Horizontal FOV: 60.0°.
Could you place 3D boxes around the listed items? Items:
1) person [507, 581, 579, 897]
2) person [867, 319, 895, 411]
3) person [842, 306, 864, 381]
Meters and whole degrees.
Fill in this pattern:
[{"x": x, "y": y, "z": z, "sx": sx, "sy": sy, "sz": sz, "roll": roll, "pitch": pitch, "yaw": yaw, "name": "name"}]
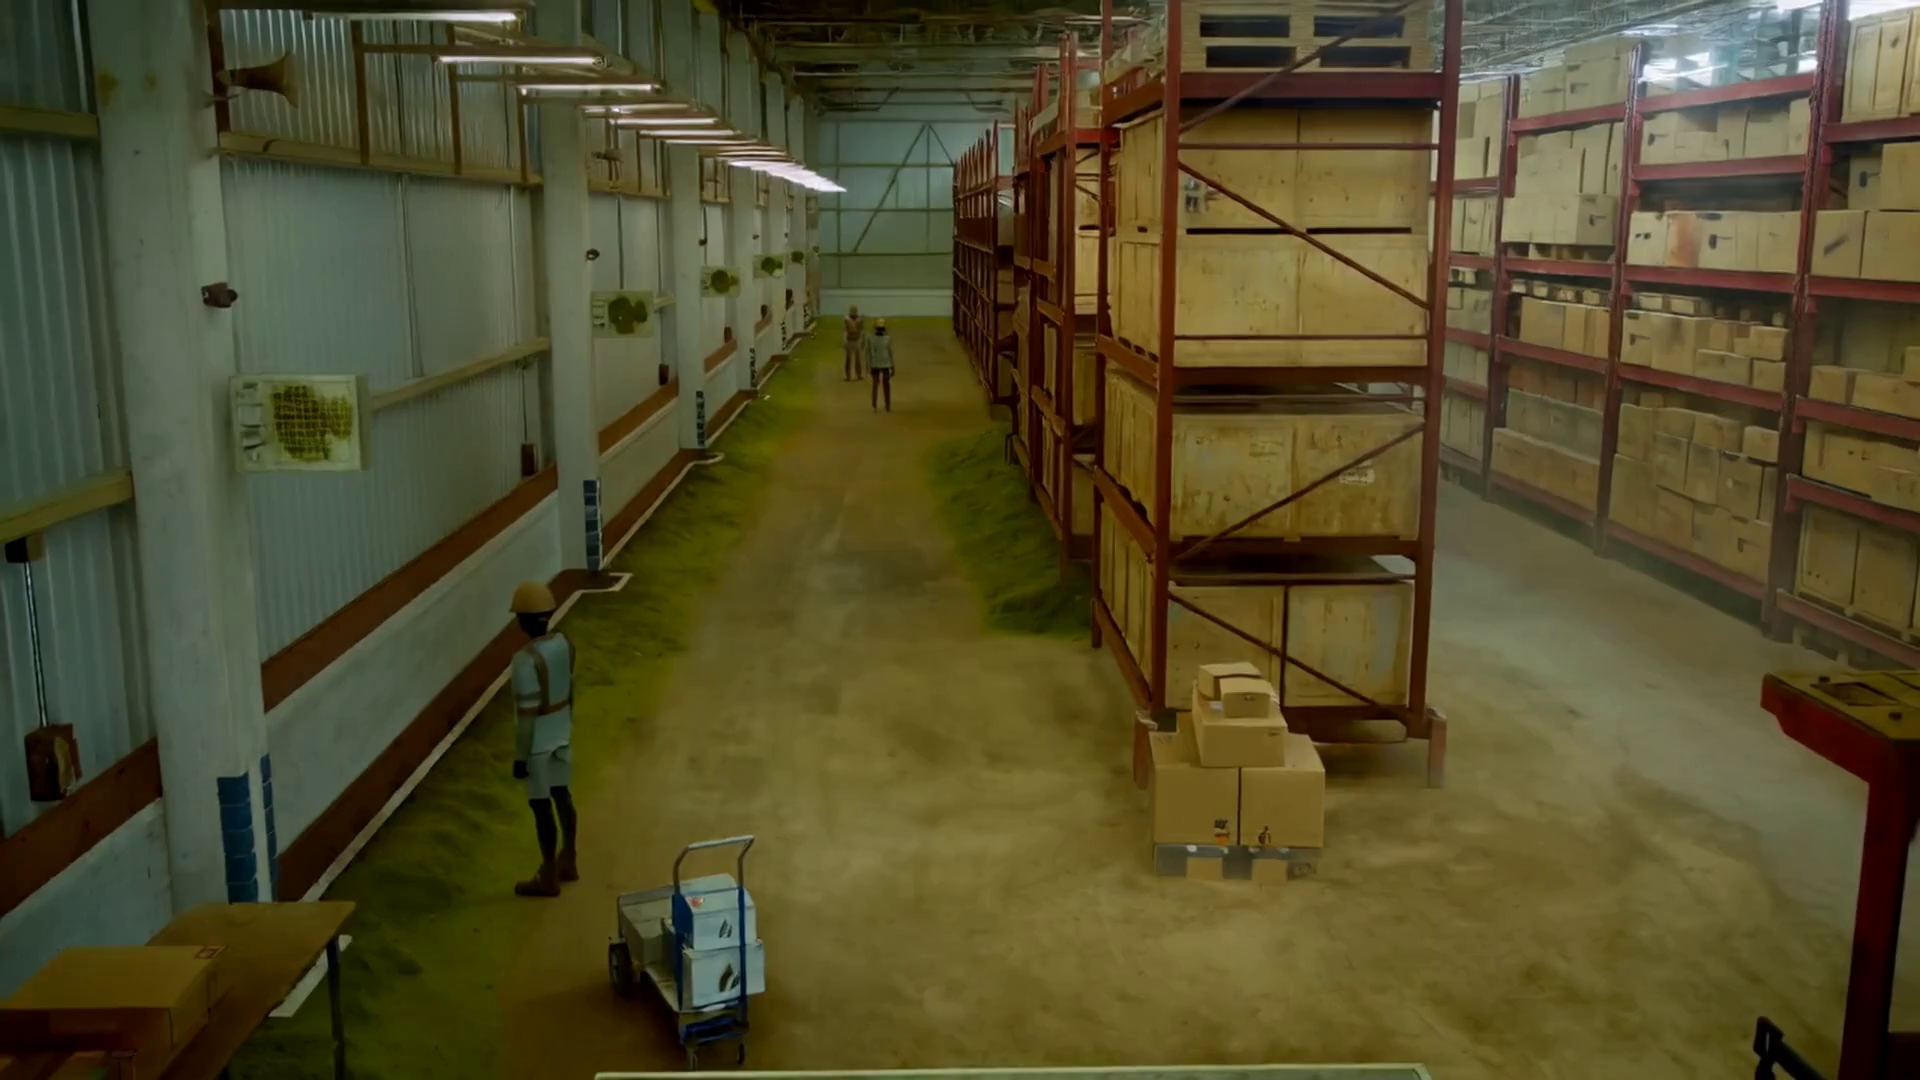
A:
[{"x": -2.539, "y": 1.198, "z": 10.074, "sx": 0.354, "sy": 1.939, "sz": 0.544, "roll": 3, "pitch": 11, "yaw": 17, "name": "person"}, {"x": -1.695, "y": -3.751, "z": 35.702, "sx": 0.613, "sy": 1.988, "sz": 0.403, "roll": -3, "pitch": 11, "yaw": -15, "name": "person"}, {"x": -2.746, "y": -5.025, "z": 42.534, "sx": 0.598, "sy": 1.910, "sz": 0.383, "roll": -6, "pitch": 12, "yaw": -27, "name": "person"}]
